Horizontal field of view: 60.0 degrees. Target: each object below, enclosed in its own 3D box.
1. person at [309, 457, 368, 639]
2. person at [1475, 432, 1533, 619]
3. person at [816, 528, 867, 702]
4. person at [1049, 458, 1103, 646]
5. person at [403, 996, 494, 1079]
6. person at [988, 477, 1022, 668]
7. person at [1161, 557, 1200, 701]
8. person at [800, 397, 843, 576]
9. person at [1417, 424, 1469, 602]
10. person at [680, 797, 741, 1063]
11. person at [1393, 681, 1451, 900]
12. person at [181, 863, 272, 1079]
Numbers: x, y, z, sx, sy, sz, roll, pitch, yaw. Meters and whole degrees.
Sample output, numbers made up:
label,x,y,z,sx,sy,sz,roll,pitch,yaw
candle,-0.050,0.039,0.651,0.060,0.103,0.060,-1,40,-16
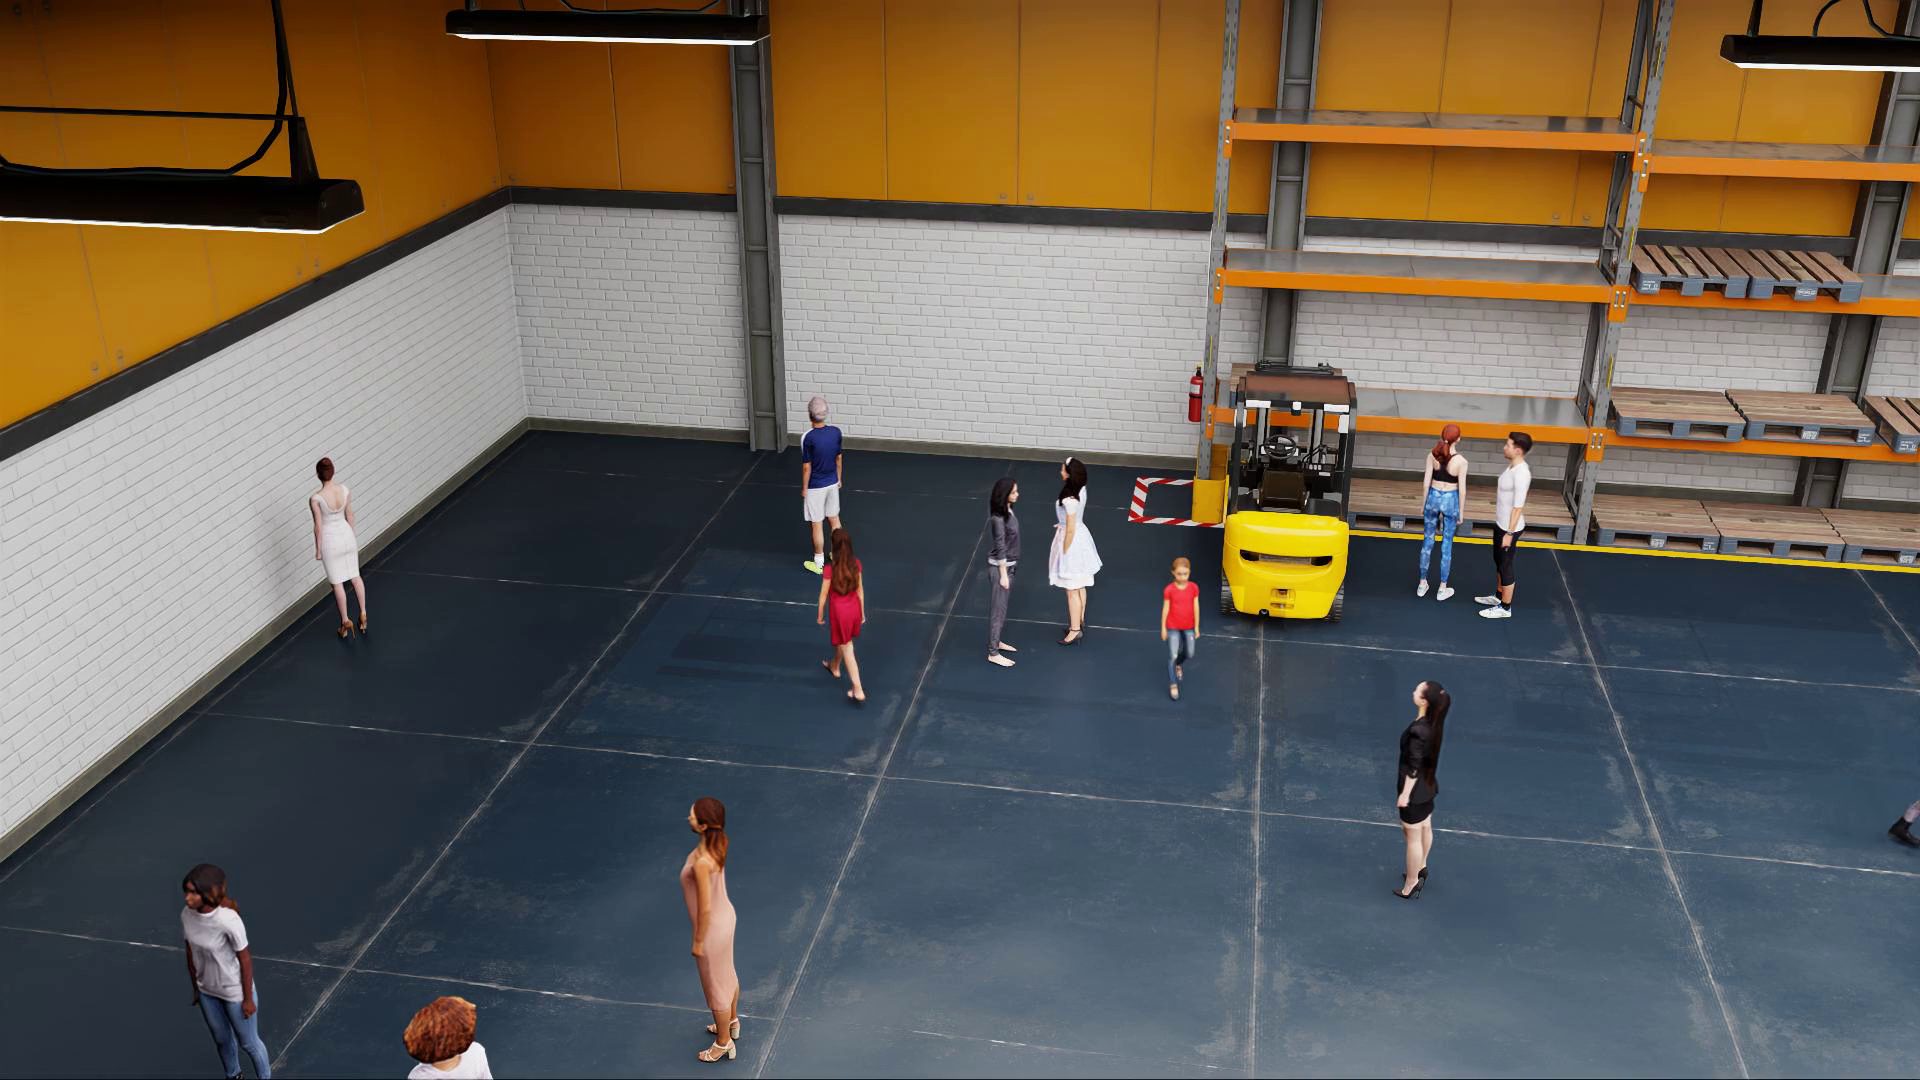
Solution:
label,x,y,z,sx,sy,sz,roll,pitch,yaw
person,-5.760,0.063,15.400,0.644,1.793,0.645,19,30,36
person,5.221,-0.154,15.824,0.527,1.851,0.671,4,24,8
person,-0.979,0.667,14.367,1.005,1.513,1.044,-14,27,-29
person,1.031,0.106,15.274,0.752,1.815,0.729,7,25,16
person,-2.593,3.090,8.577,0.750,1.712,0.787,-21,31,-40
person,0.380,0.255,14.998,0.518,1.763,0.607,3,24,6
person,1.904,0.727,14.495,0.631,1.301,0.640,-2,24,-6
person,-1.398,-0.561,16.773,0.716,1.837,0.753,-19,30,-37
person,4.691,-0.284,16.204,0.600,1.784,0.710,13,27,28
person,-1.493,2.353,10.113,0.514,1.832,0.587,3,24,6
person,3.227,1.743,11.677,0.660,1.696,0.666,16,28,32
person,-4.257,2.615,9.654,0.517,1.719,0.678,9,25,19
